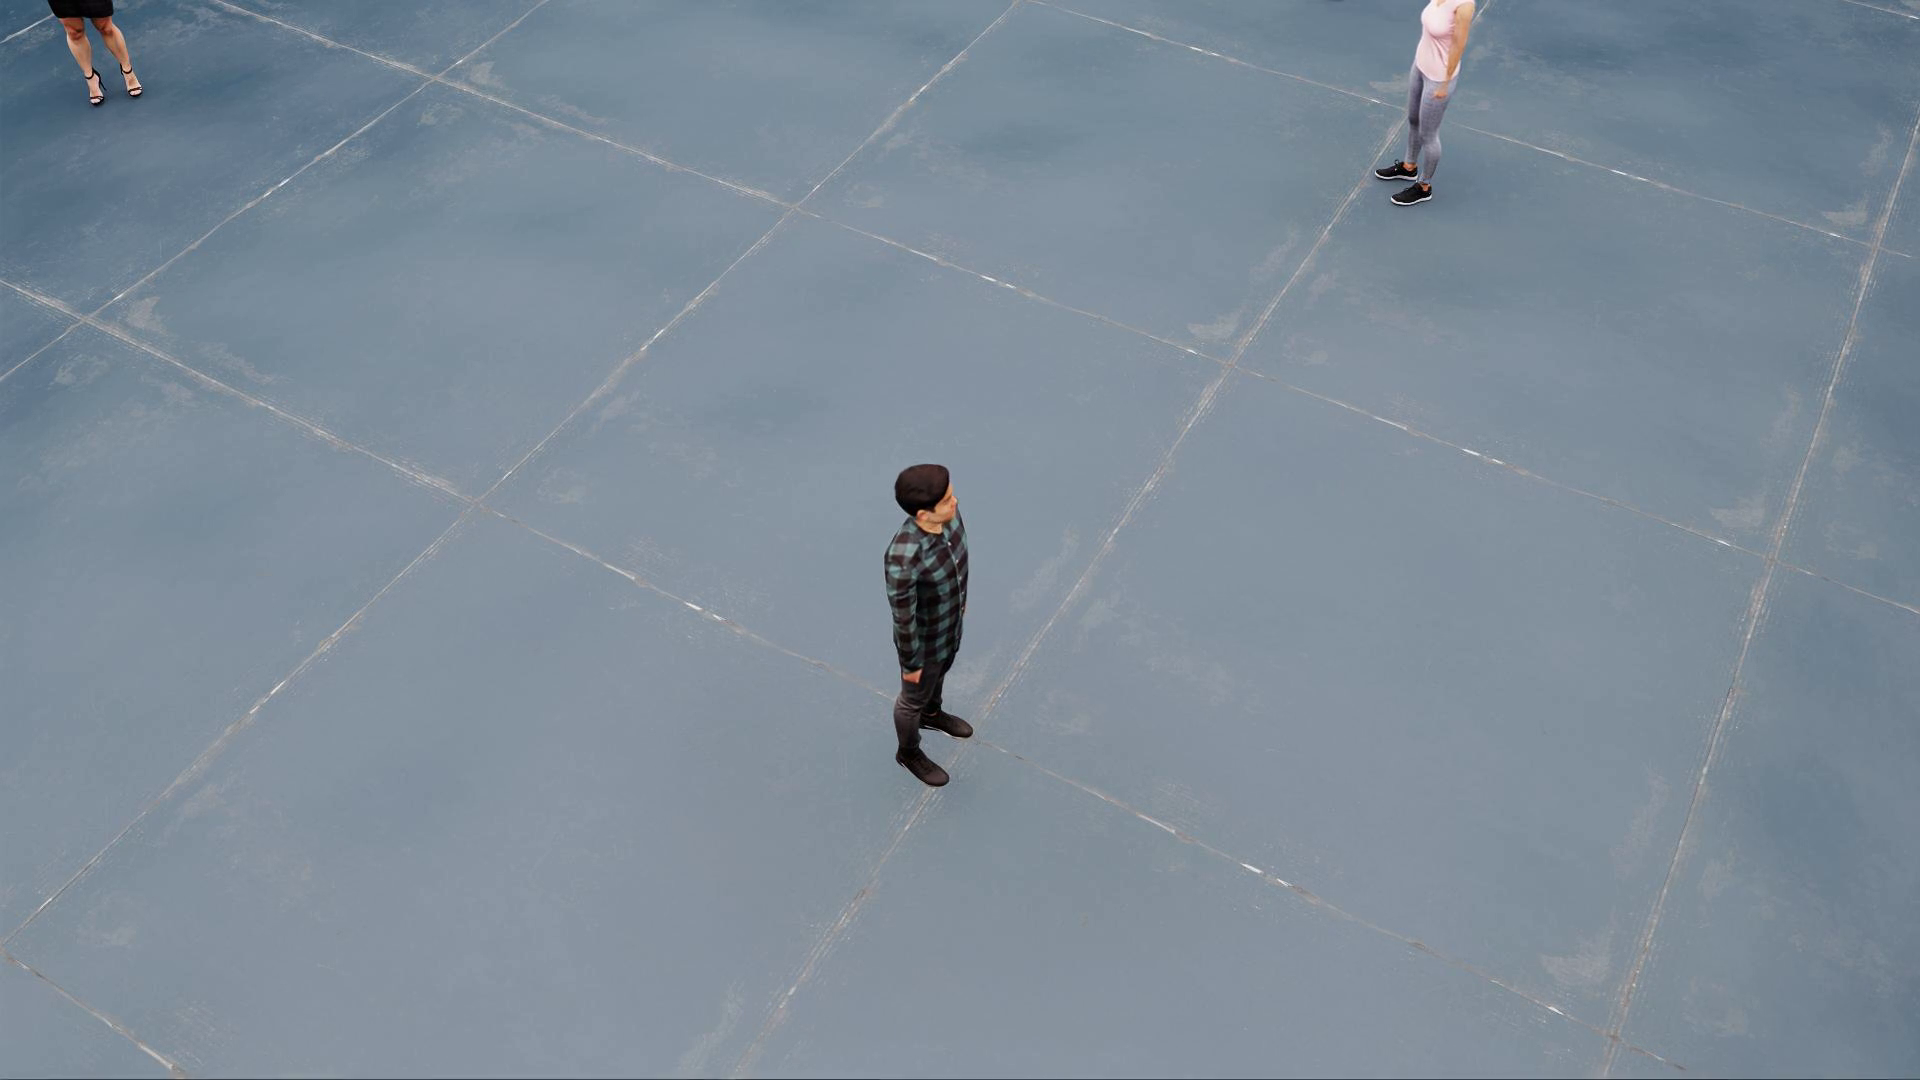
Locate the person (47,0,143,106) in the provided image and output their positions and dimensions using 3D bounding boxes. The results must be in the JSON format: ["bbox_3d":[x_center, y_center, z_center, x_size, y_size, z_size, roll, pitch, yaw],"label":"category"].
[{"bbox_3d":[-5.751,-3.630,10.753,0.758,1.719,0.805,-14,49,-13],"label":"person"}]

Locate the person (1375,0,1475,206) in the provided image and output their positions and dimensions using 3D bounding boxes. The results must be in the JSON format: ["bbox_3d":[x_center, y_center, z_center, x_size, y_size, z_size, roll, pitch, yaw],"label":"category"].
[{"bbox_3d":[2.865,-2.828,10.008,0.676,1.725,0.632,-7,48,-7],"label":"person"}]

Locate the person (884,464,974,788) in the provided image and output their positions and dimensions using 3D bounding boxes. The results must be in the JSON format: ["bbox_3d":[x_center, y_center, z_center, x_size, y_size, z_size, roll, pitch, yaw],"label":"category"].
[{"bbox_3d":[-0.134,0.331,6.801,0.548,1.713,0.697,19,50,16],"label":"person"}]
